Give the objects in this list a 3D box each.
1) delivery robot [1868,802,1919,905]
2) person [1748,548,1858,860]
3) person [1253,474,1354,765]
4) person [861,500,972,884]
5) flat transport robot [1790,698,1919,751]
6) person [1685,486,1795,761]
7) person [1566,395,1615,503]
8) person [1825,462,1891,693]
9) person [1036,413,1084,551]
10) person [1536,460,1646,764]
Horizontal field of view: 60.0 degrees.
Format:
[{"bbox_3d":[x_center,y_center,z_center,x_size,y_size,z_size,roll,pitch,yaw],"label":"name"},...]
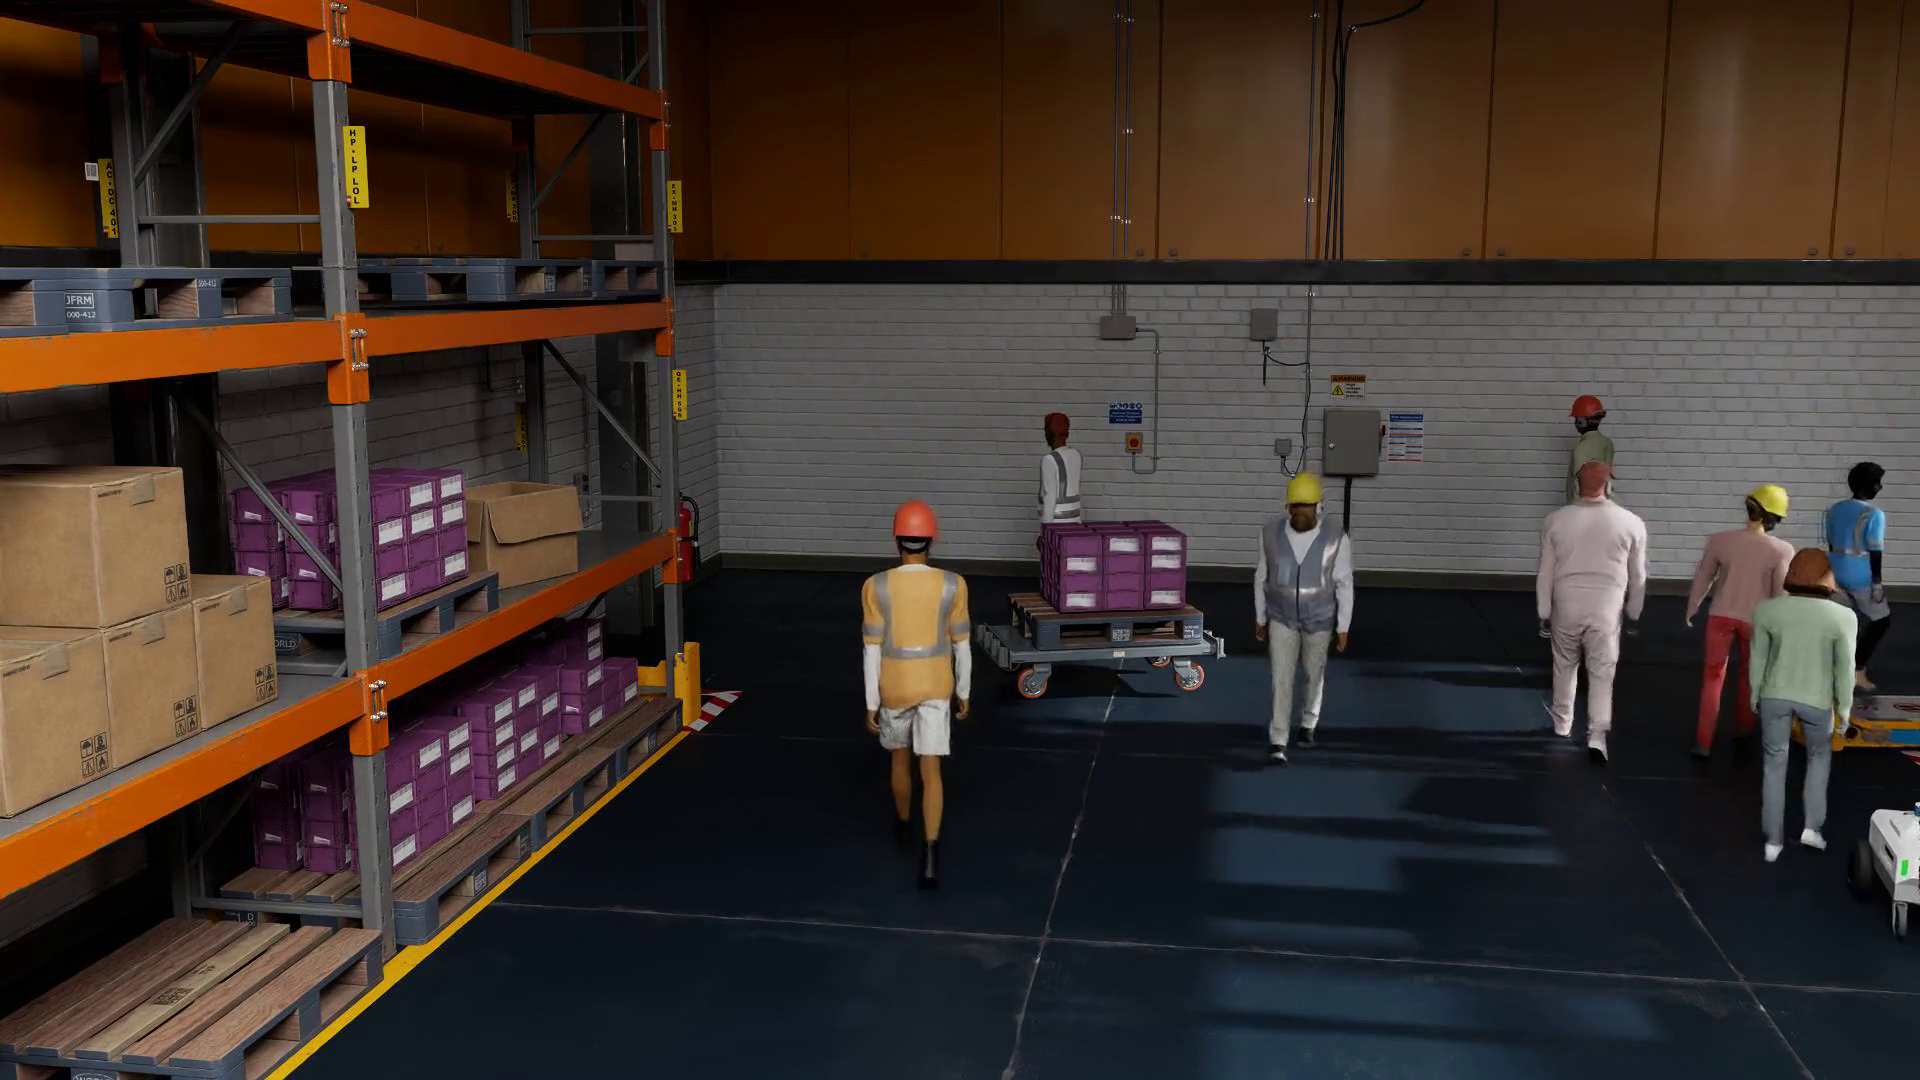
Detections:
[{"bbox_3d":[4.484,1.465,7.744,0.477,0.478,0.707,3,10,18],"label":"delivery robot"},{"bbox_3d":[4.333,0.846,8.604,0.508,1.608,0.483,6,11,31],"label":"person"},{"bbox_3d":[2.117,0.483,10.304,0.619,1.780,0.917,3,10,17],"label":"person"},{"bbox_3d":[-0.213,0.748,8.369,0.559,1.894,0.985,-1,9,-5],"label":"person"},{"bbox_3d":[6.036,1.174,10.699,1.431,0.197,0.652,0,9,2],"label":"flat transport robot"},{"bbox_3d":[4.854,0.506,10.406,0.631,1.702,0.882,6,11,34],"label":"person"},{"bbox_3d":[5.272,-0.224,14.026,0.394,1.990,0.618,9,13,43],"label":"person"},{"bbox_3d":[6.421,0.282,11.876,0.447,1.679,0.586,-2,9,-12],"label":"person"},{"bbox_3d":[0.808,-0.105,13.623,0.340,1.882,0.585,6,11,31],"label":"person"},{"bbox_3d":[3.951,0.429,10.441,0.646,1.855,1.002,3,10,20],"label":"person"}]
